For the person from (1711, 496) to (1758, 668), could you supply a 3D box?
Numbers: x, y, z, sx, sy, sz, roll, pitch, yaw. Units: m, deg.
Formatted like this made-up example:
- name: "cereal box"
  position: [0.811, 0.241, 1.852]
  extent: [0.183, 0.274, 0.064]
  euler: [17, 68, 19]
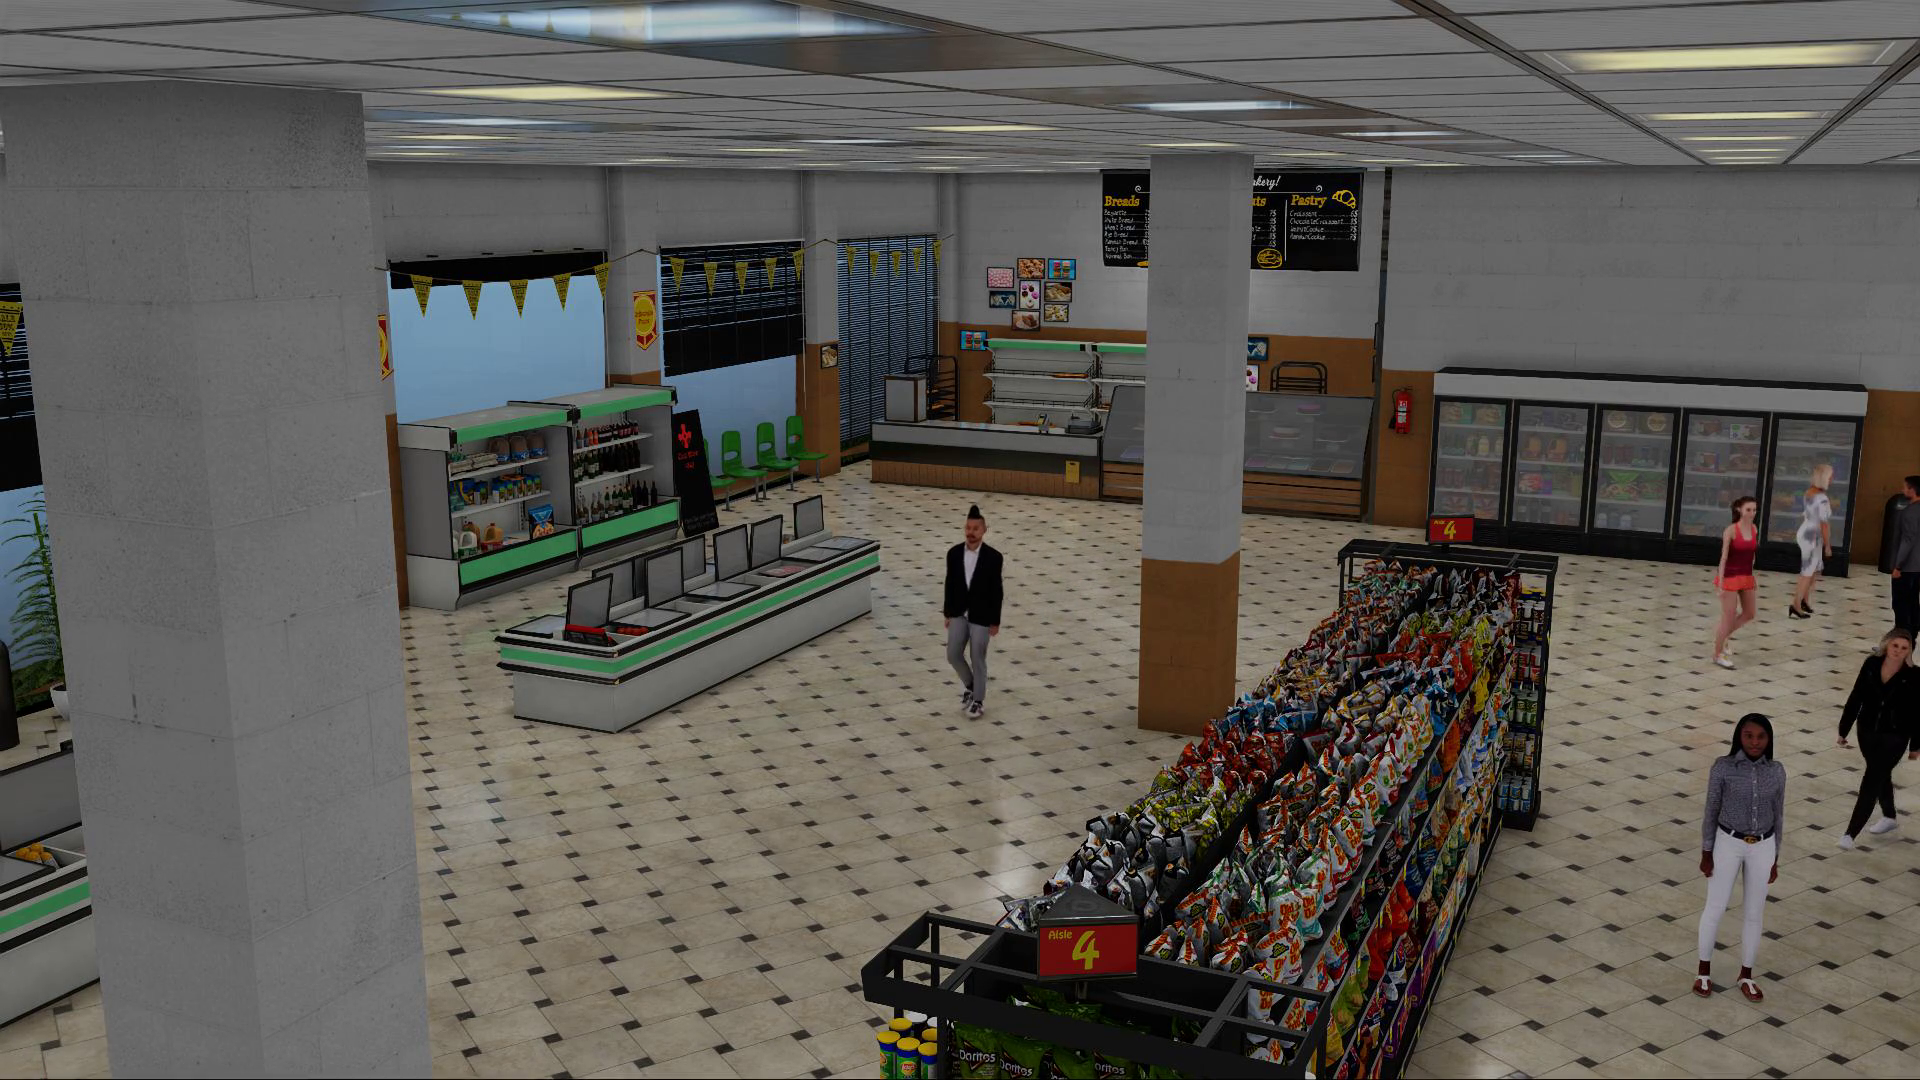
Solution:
- name: "person"
  position: [7.717, 0.397, 16.657]
  extent: [0.773, 1.731, 0.834]
  euler: [-3, 12, -13]

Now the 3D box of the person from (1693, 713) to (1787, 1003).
- name: "person"
  position: [4.600, 1.846, 9.793]
  extent: [0.637, 1.725, 0.591]
  euler: [3, 12, 12]

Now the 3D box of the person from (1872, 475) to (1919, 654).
- name: "person"
  position: [9.688, 0.257, 16.974]
  extent: [0.708, 1.874, 0.836]
  euler: [-9, 15, -37]

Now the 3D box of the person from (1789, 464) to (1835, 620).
- name: "person"
  position: [9.346, 0.023, 18.423]
  extent: [0.739, 1.735, 0.647]
  euler: [1, 12, 4]

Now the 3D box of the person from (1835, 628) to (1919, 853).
- name: "person"
  position: [6.683, 1.440, 11.969]
  extent: [1.260, 1.623, 1.045]
  euler: [-7, 14, -31]

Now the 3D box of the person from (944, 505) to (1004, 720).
- name: "person"
  position: [0.155, 0.633, 15.026]
  extent: [0.737, 1.942, 0.670]
  euler: [5, 13, 22]
